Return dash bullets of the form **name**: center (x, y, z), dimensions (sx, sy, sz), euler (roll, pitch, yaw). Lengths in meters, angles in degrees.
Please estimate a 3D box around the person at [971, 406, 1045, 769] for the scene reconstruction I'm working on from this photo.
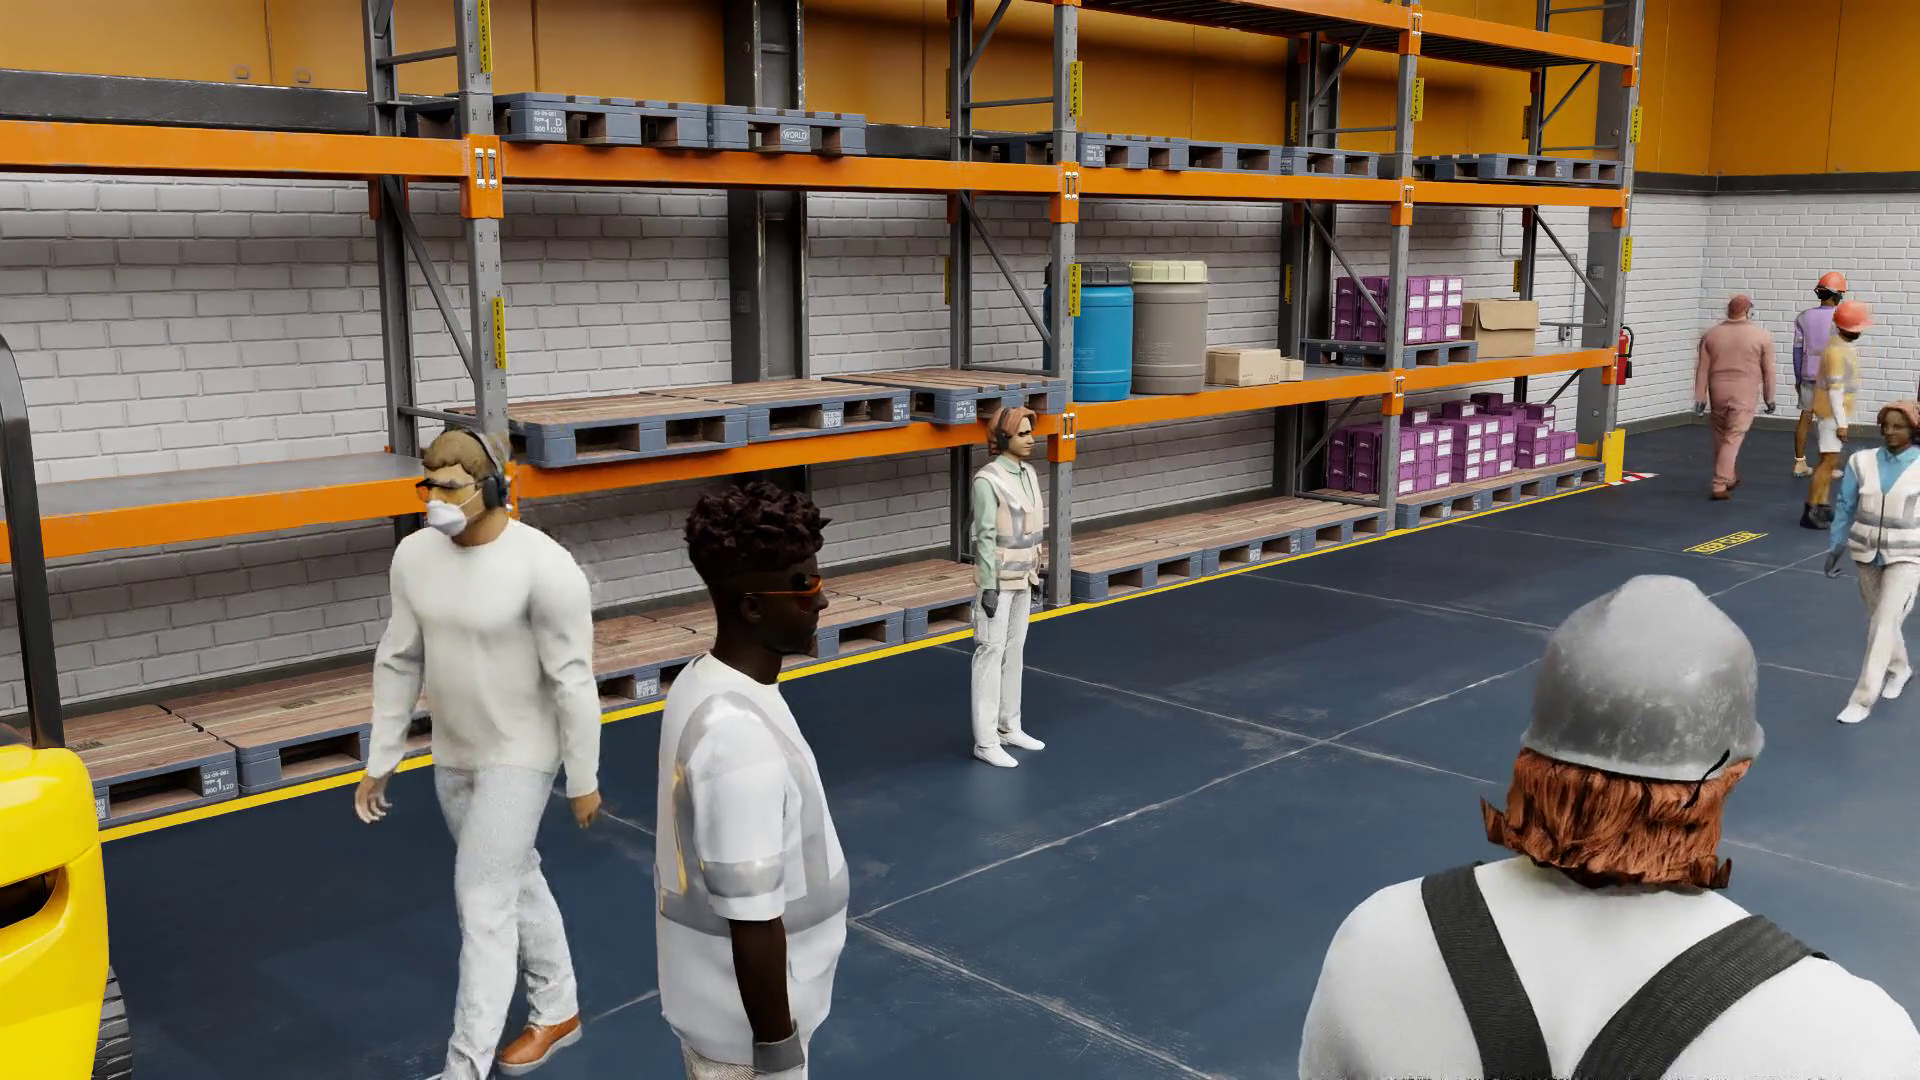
- **person**: center (0.218, 0.203, 7.625), dimensions (0.310, 1.642, 0.514), euler (5, 12, 27)

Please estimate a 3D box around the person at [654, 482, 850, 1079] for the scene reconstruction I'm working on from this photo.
- **person**: center (-0.387, 0.859, 3.161), dimensions (0.367, 1.966, 0.607), euler (-3, 11, -15)

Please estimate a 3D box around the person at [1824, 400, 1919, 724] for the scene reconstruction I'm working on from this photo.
- **person**: center (4.707, 0.082, 8.407), dimensions (0.855, 1.602, 0.520), euler (-7, 13, -35)

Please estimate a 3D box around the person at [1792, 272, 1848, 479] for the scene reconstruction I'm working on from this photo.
- **person**: center (8.563, -1.625, 16.499), dimensions (0.370, 2.044, 0.608), euler (-7, 12, -32)

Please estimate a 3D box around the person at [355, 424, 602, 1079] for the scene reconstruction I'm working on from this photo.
- **person**: center (-1.359, 0.647, 4.498), dimensions (0.632, 1.897, 0.951), euler (7, 12, 32)

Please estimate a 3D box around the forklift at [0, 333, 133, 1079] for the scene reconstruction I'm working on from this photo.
- **forklift**: center (-3.289, 0.485, 4.582), dimensions (1.214, 2.155, 2.313), euler (-10, 14, -44)

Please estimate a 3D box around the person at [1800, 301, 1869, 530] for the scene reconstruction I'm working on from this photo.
- **person**: center (7.245, -1.031, 13.728), dimensions (0.368, 1.885, 0.674), euler (7, 12, 32)

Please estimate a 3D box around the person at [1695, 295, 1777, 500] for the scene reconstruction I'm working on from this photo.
- **person**: center (7.155, -1.315, 15.317), dimensions (1.008, 1.853, 0.642), euler (-10, 14, -44)
